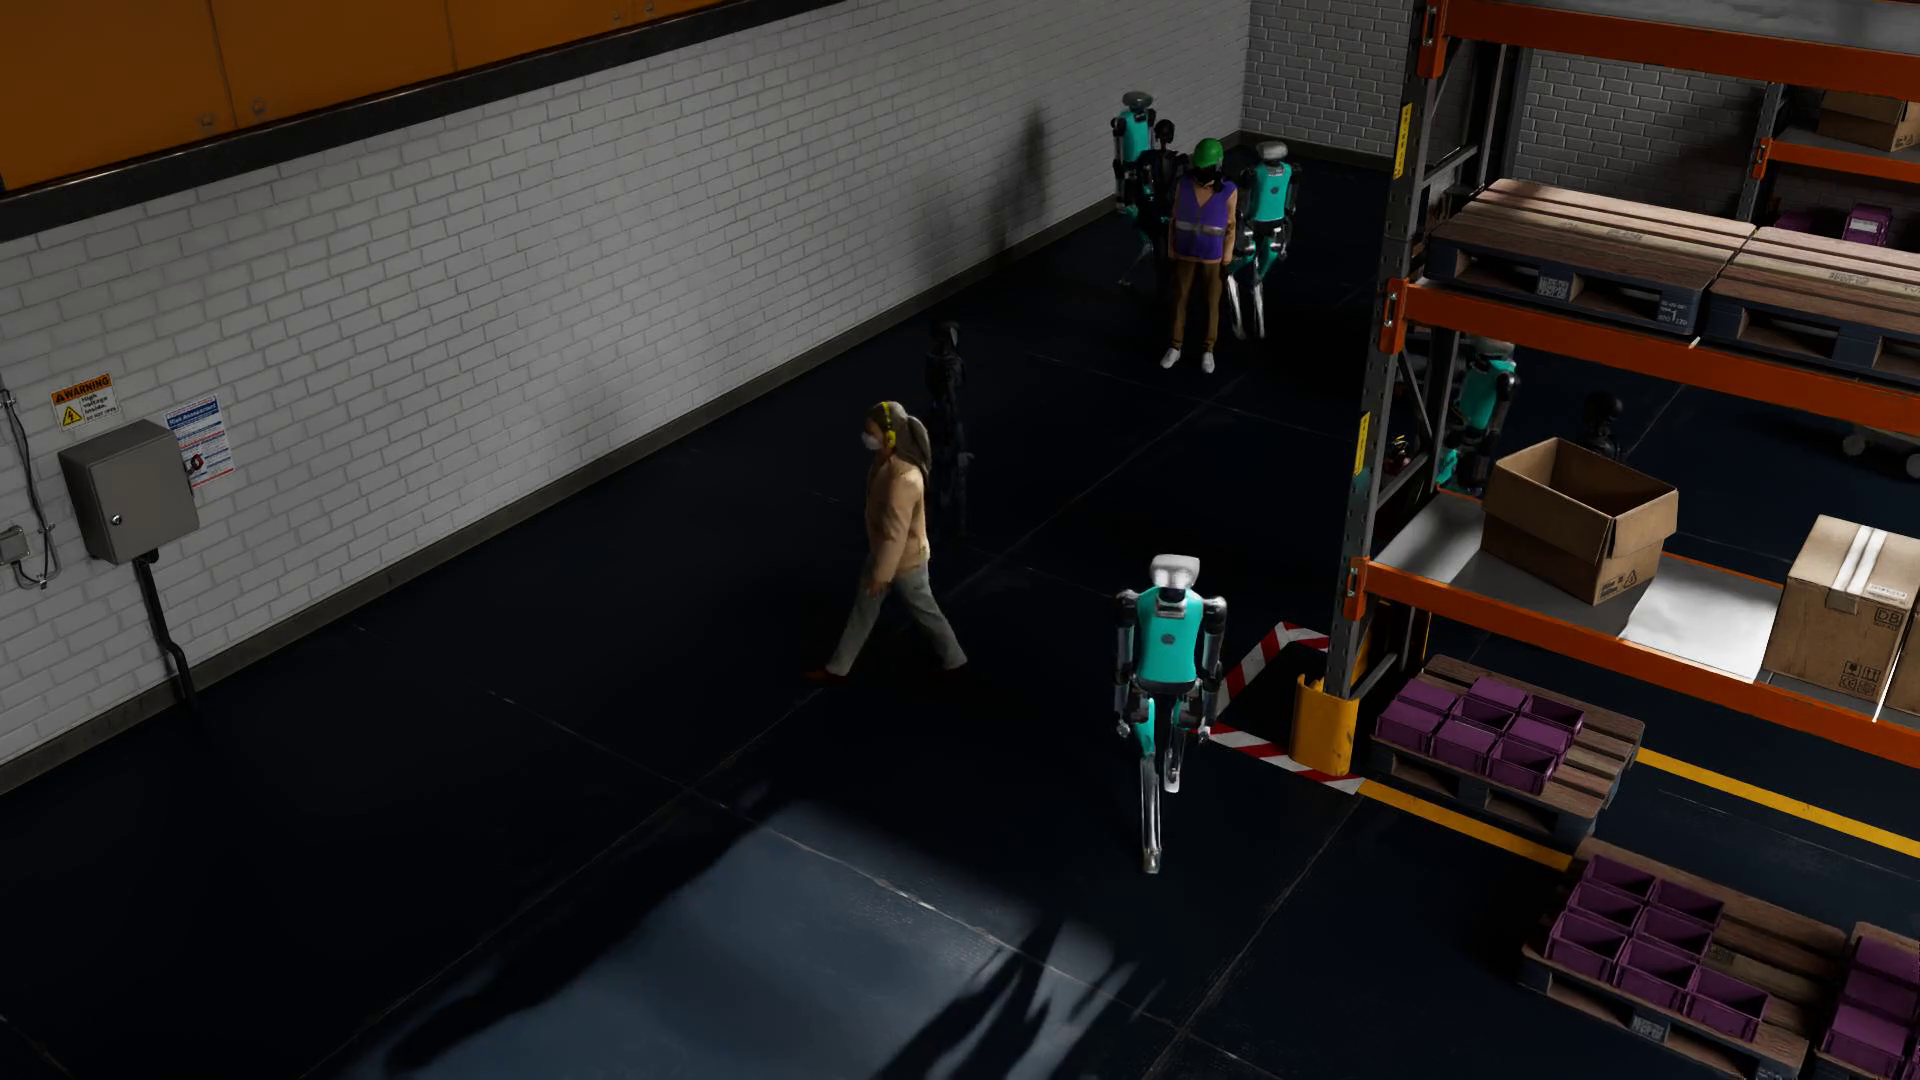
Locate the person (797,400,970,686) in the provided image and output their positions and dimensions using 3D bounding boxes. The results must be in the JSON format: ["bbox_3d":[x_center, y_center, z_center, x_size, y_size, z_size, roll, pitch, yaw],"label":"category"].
[{"bbox_3d":[-0.412,0.063,9.383,1.011,1.824,0.568,-9,31,-15],"label":"person"}]

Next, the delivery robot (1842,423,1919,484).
[{"bbox_3d":[6.924,-0.779,12.115,0.499,0.606,0.794,-23,37,-34],"label":"delivery robot"}]

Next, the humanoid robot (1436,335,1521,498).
[{"bbox_3d":[2.970,-0.446,10.383,0.754,1.826,0.535,-5,30,-9],"label":"humanoid robot"}]

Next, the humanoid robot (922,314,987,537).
[{"bbox_3d":[-0.150,-0.716,10.890,0.637,1.642,0.603,-4,30,-8],"label":"humanoid robot"}]

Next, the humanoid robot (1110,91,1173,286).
[{"bbox_3d":[1.739,-3.078,14.949,0.794,1.802,0.530,26,39,37],"label":"humanoid robot"}]

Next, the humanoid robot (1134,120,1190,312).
[{"bbox_3d":[1.816,-2.878,14.629,0.598,1.634,0.597,17,34,27],"label":"humanoid robot"}]

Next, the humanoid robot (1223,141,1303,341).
[{"bbox_3d":[2.454,-2.497,13.918,0.533,1.799,0.690,-8,31,-13],"label":"humanoid robot"}]

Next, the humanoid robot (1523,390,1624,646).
[{"bbox_3d":[3.628,-0.134,9.851,0.366,1.650,0.597,13,32,21],"label":"humanoid robot"}]

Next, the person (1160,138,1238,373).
[{"bbox_3d":[1.928,-2.292,13.359,0.531,1.925,0.419,9,31,15],"label":"person"}]

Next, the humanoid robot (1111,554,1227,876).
[{"bbox_3d":[1.037,0.718,8.377,0.530,1.779,1.029,4,30,8],"label":"humanoid robot"}]
